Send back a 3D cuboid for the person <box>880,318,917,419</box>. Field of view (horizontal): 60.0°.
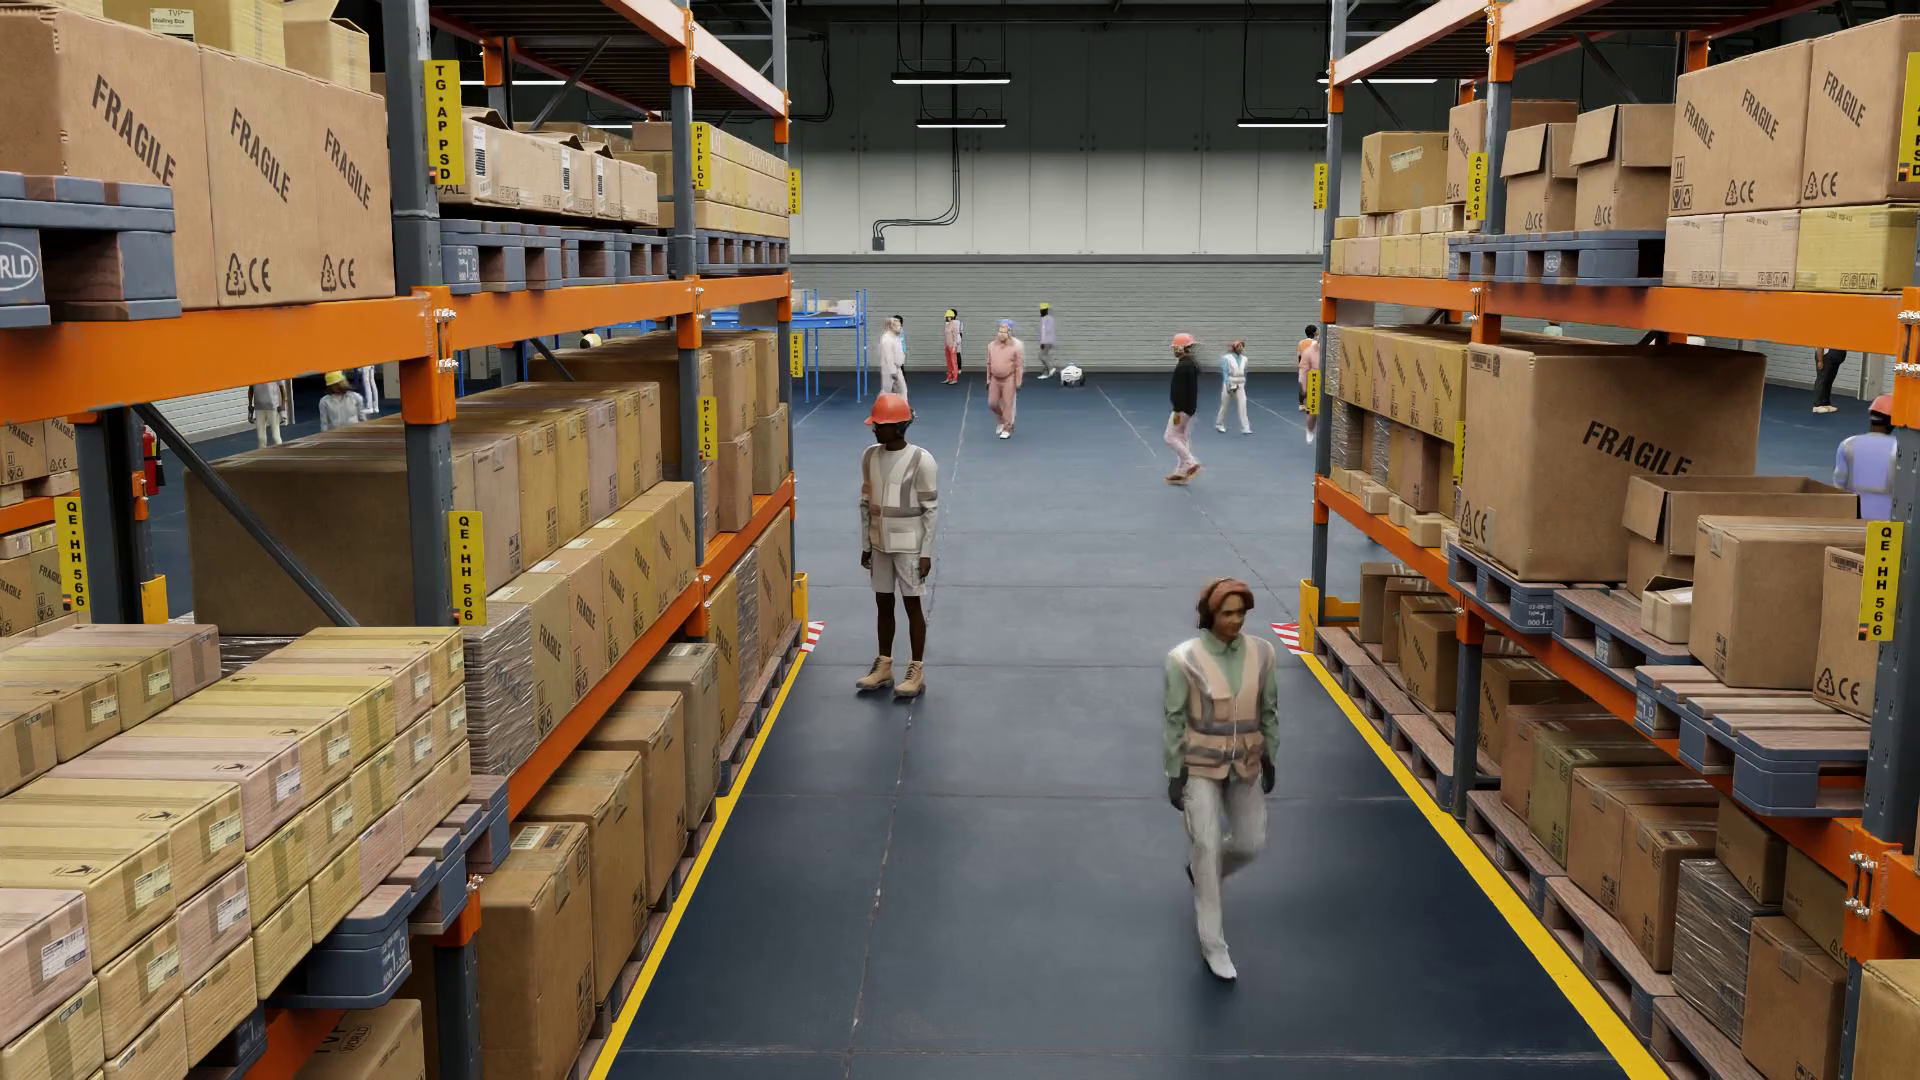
[{"bbox_3d":[-1.140,-3.115,30.475,0.826,1.875,0.674,3,10,16],"label":"person"}]

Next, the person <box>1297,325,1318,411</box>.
[{"bbox_3d":[6.813,-3.347,32.430,0.319,1.694,0.532,-8,12,-39],"label":"person"}]

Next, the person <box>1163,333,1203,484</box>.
[{"bbox_3d":[2.914,-1.709,21.749,0.450,1.981,0.652,4,10,22],"label":"person"}]

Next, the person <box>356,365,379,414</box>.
[{"bbox_3d":[-11.471,-3.379,32.126,0.318,1.862,0.538,2,10,10],"label":"person"}]

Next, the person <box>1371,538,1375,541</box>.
[{"bbox_3d":[4.430,-0.834,17.200,0.414,1.743,0.540,9,13,44],"label":"person"}]

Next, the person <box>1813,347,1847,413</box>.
[{"bbox_3d":[16.939,-3.487,32.357,0.690,2.000,0.538,-7,12,-37],"label":"person"}]

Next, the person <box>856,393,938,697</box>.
[{"bbox_3d":[-0.436,0.032,11.157,0.609,2.040,0.395,7,12,36],"label":"person"}]

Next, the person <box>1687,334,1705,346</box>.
[{"bbox_3d":[15.056,-3.622,34.256,0.501,1.632,0.280,4,10,21],"label":"person"}]

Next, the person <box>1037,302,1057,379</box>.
[{"bbox_3d":[2.138,-4.966,41.489,0.458,1.902,0.610,3,10,19],"label":"person"}]

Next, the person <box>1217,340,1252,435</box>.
[{"bbox_3d":[4.659,-2.611,28.334,0.515,1.592,0.876,-4,10,-21],"label":"person"}]

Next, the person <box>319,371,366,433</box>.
[{"bbox_3d":[-7.061,-1.125,19.084,0.513,1.693,0.533,-4,10,-22],"label":"person"}]

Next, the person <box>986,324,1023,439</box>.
[{"bbox_3d":[0.714,-2.631,27.532,0.671,1.893,0.417,4,10,25],"label":"person"}]

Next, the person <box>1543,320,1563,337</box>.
[{"bbox_3d":[14.236,-4.570,39.934,0.288,1.632,0.506,-8,12,-40],"label":"person"}]

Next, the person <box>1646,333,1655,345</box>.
[{"bbox_3d":[13.762,-3.506,32.929,0.608,1.835,0.962,-1,9,-3],"label":"person"}]

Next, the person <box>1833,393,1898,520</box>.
[{"bbox_3d":[6.960,-0.172,12.780,0.573,1.908,0.676,9,13,43],"label":"person"}]

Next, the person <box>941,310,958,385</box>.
[{"bbox_3d":[-0.237,-4.614,39.806,0.312,1.769,0.525,-5,11,-29],"label":"person"}]

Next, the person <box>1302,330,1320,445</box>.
[{"bbox_3d":[5.703,-2.383,26.076,0.660,1.894,0.423,0,9,2],"label":"person"}]

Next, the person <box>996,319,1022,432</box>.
[{"bbox_3d":[0.792,-2.825,28.580,0.625,1.929,0.450,8,12,39],"label":"person"}]

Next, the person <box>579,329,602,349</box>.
[{"bbox_3d":[-6.861,-3.149,30.806,0.430,1.844,0.624,2,10,12],"label":"person"}]

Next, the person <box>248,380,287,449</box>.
[{"bbox_3d":[-9.287,-1.736,22.268,0.538,1.866,0.313,1,9,3],"label":"person"}]

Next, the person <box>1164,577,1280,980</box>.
[{"bbox_3d":[1.066,0.946,6.922,0.534,1.624,0.608,-3,10,-19],"label":"person"}]

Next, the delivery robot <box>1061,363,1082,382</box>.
[{"bbox_3d":[2.619,-3.909,39.047,0.477,0.478,0.707,3,10,19],"label":"delivery robot"}]

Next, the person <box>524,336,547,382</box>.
[{"bbox_3d":[-10.212,-4.645,39.646,0.740,1.897,0.349,-1,10,-7],"label":"person"}]

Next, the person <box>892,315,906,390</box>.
[{"bbox_3d":[-1.401,-4.309,38.180,0.322,1.696,0.536,-1,10,-6],"label":"person"}]

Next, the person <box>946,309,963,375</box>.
[{"bbox_3d":[-0.161,-5.121,43.054,0.533,1.695,0.319,-7,12,-36],"label":"person"}]
